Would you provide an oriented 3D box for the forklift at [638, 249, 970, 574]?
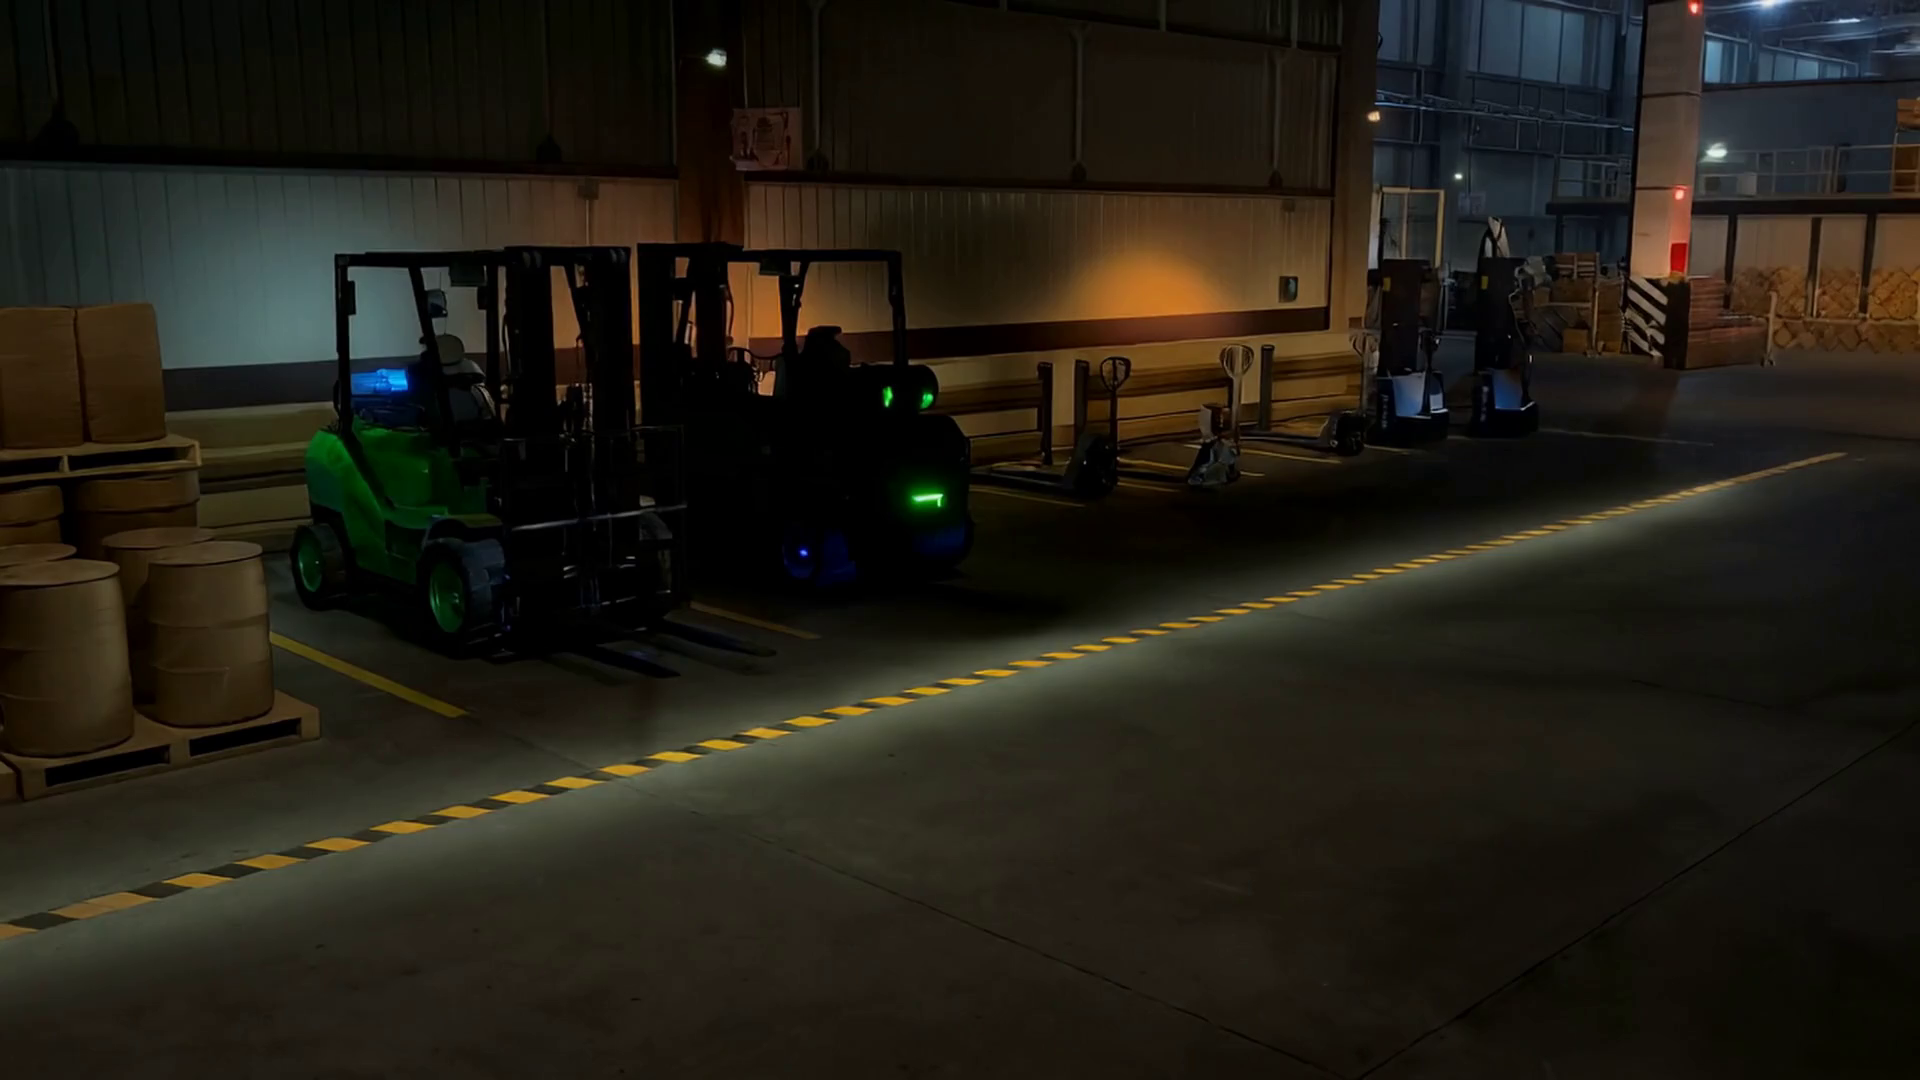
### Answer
[{"bbox_3d":[-1.173,-0.958,11.239,2.680,1.987,1.157,10,14,43],"label":"forklift"}]

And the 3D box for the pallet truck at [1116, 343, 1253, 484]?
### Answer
[{"bbox_3d":[1.962,-1.215,15.415,1.522,1.261,0.704,10,14,43],"label":"pallet truck"}]

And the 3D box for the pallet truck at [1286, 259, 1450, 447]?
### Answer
[{"bbox_3d":[4.493,-2.078,18.196,0.823,1.965,1.885,-9,14,-40],"label":"pallet truck"}]

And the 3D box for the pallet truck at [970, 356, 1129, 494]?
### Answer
[{"bbox_3d":[0.784,-1.085,14.876,0.680,1.201,1.601,-10,14,-44],"label":"pallet truck"}]

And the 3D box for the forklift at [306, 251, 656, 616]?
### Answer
[{"bbox_3d":[-2.833,-0.669,9.694,1.157,1.987,2.680,-10,14,-44],"label":"forklift"}]

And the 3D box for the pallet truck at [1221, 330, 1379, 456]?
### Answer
[{"bbox_3d":[3.563,-1.581,17.381,0.653,1.274,1.630,-10,14,-44],"label":"pallet truck"}]

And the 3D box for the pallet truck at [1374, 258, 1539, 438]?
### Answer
[{"bbox_3d":[5.704,-2.208,18.901,1.885,1.965,0.823,10,14,43],"label":"pallet truck"}]
